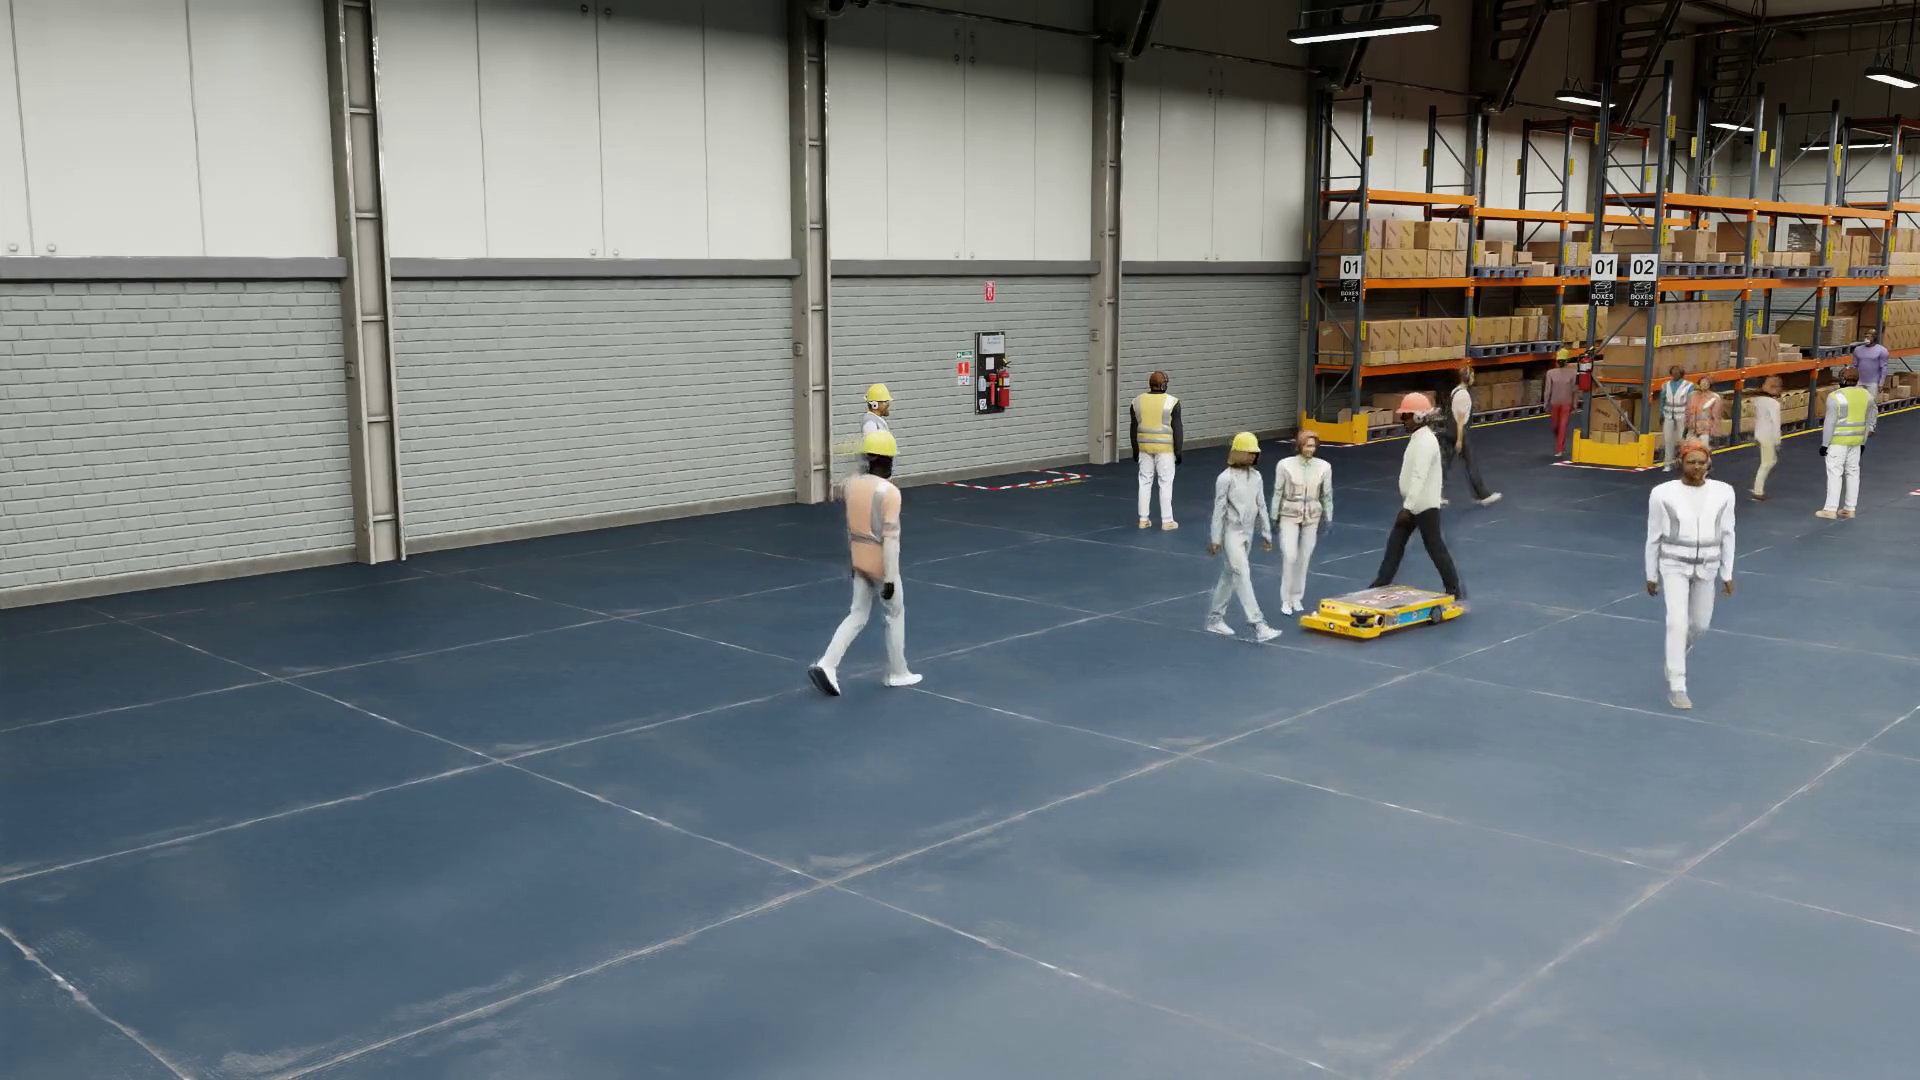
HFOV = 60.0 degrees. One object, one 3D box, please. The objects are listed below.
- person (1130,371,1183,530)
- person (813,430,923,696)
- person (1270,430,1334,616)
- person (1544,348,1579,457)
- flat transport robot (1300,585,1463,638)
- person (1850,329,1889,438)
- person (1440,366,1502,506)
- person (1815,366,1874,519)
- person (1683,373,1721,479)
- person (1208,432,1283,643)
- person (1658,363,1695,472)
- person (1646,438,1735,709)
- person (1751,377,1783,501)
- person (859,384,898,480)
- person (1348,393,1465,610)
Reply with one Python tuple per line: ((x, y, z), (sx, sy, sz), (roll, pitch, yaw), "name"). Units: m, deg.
((2.289, -1.036, 19.275), (0.637, 1.842, 0.429), (5, 11, 28), "person")
((-0.649, 0.162, 11.811), (0.878, 1.899, 0.596), (-9, 13, -43), "person")
((3.002, -0.148, 14.523), (0.531, 1.616, 0.611), (-1, 9, -5), "person")
((9.699, -2.219, 26.787), (0.529, 1.749, 0.648), (6, 11, 33), "person")
((3.598, 0.590, 14.136), (1.431, 0.197, 0.652), (-8, 12, -40), "flat transport robot")
((16.215, -2.800, 29.730), (0.358, 1.938, 0.636), (-6, 11, -33), "person")
((6.394, -1.315, 21.127), (0.983, 1.789, 0.535), (-1, 9, -3), "person")
((10.681, -1.175, 20.121), (0.633, 1.843, 0.429), (-2, 10, -14), "person")
((10.006, -1.446, 22.422), (0.414, 1.616, 0.544), (-5, 10, -26), "person")
((2.337, -0.022, 13.492), (0.511, 1.694, 0.878), (-8, 12, -41), "person")
((10.642, -1.814, 24.666), (0.427, 1.628, 0.521), (-8, 13, -42), "person")
((5.099, 0.199, 11.696), (0.571, 1.861, 0.812), (1, 9, 6), "person")
((10.515, -1.307, 21.608), (0.374, 1.618, 0.520), (0, 9, 3), "person")
((-0.849, -0.711, 17.319), (0.404, 1.831, 0.600), (0, 9, 2), "person")
((3.984, -0.312, 14.566), (1.021, 1.943, 0.623), (0, 9, 2), "person")
